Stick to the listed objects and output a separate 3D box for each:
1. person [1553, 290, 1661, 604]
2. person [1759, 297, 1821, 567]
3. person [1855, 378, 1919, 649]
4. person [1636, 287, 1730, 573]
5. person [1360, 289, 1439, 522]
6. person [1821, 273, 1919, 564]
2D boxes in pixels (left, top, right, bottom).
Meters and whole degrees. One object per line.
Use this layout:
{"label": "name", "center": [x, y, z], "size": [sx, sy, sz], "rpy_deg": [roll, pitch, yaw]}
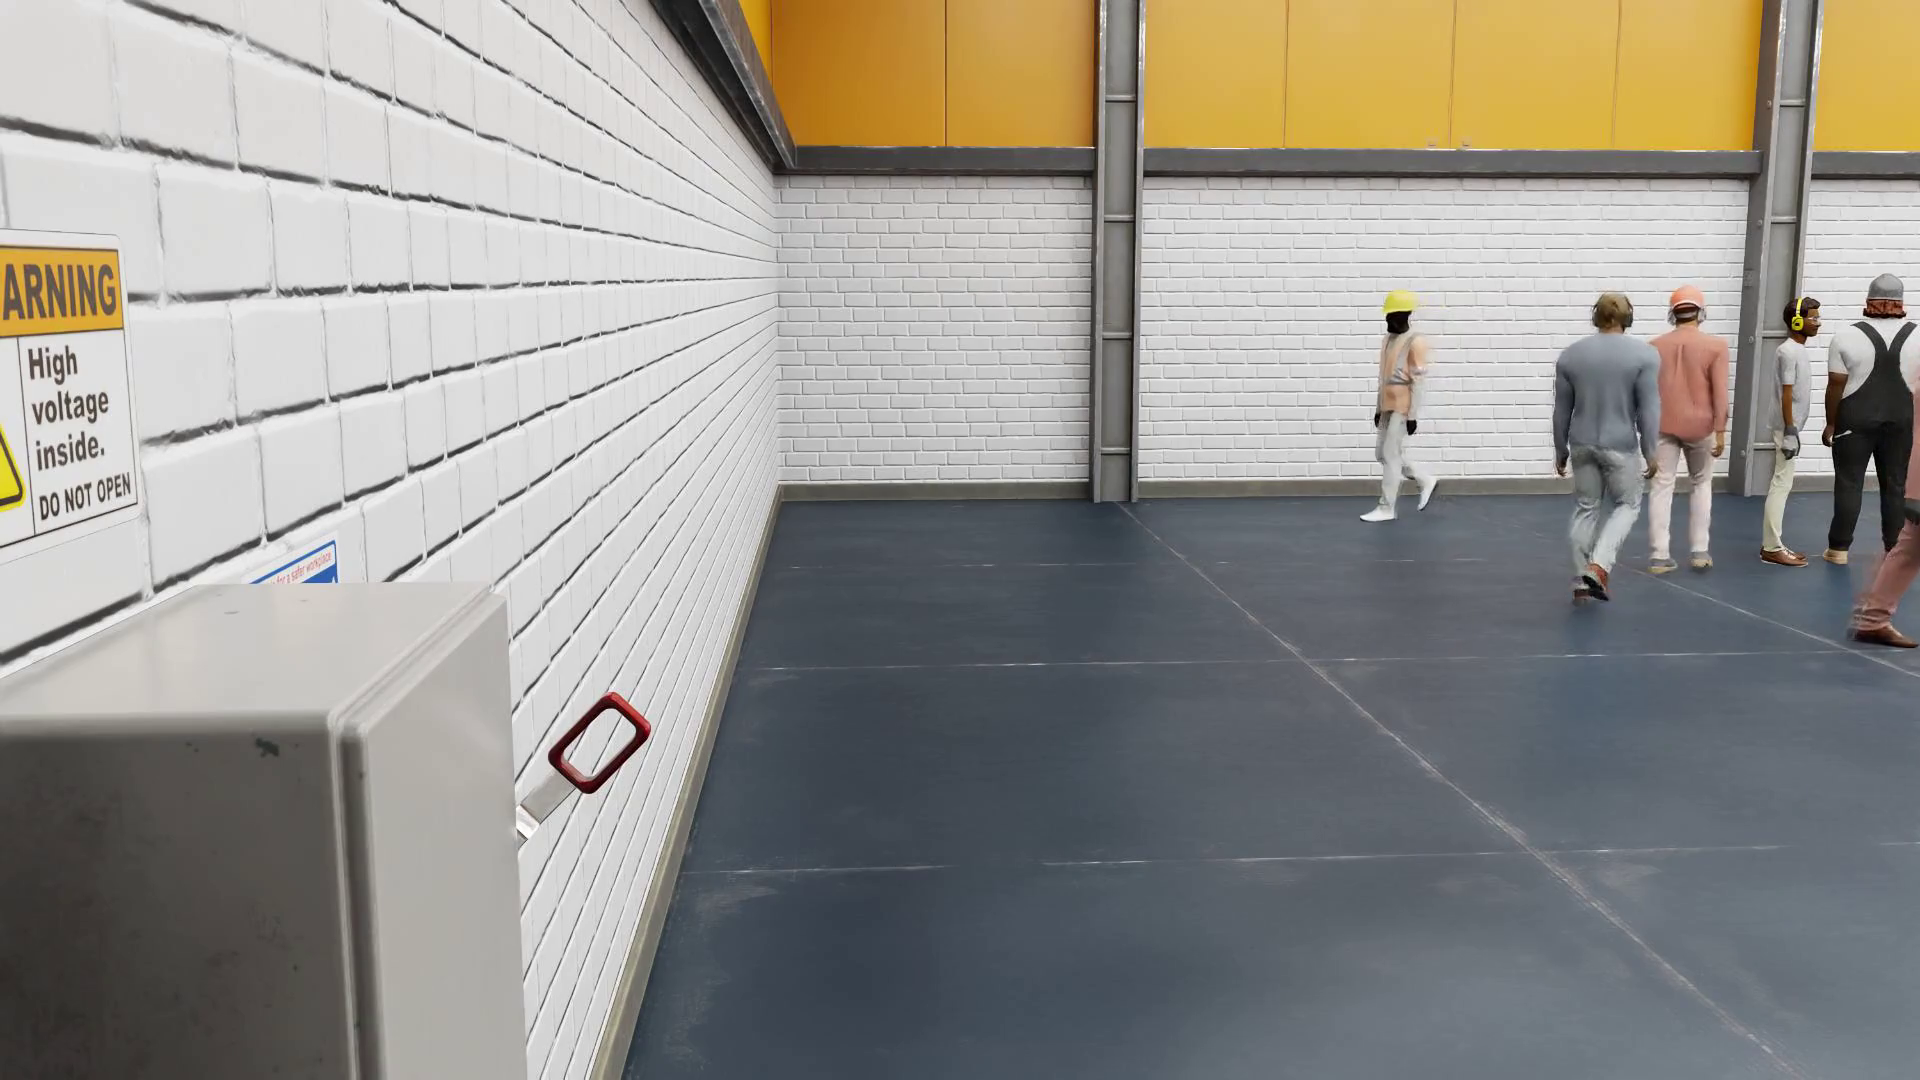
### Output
{"label": "person", "center": [3.918, -0.548, 10.141], "size": [0.668, 1.930, 0.472], "rpy_deg": [9, 13, 44]}
{"label": "person", "center": [5.834, -0.759, 11.658], "size": [0.329, 1.873, 0.514], "rpy_deg": [5, 10, 26]}
{"label": "person", "center": [5.284, -0.292, 8.765], "size": [0.983, 1.850, 0.671], "rpy_deg": [7, 12, 39]}
{"label": "person", "center": [4.958, -0.754, 11.432], "size": [0.638, 1.933, 0.765], "rpy_deg": [6, 11, 34]}
{"label": "person", "center": [3.637, -1.101, 13.657], "size": [0.674, 1.908, 0.609], "rpy_deg": [-2, 9, -13]}
{"label": "person", "center": [6.393, -0.842, 11.647], "size": [0.688, 2.000, 0.536], "rpy_deg": [2, 9, 15]}
